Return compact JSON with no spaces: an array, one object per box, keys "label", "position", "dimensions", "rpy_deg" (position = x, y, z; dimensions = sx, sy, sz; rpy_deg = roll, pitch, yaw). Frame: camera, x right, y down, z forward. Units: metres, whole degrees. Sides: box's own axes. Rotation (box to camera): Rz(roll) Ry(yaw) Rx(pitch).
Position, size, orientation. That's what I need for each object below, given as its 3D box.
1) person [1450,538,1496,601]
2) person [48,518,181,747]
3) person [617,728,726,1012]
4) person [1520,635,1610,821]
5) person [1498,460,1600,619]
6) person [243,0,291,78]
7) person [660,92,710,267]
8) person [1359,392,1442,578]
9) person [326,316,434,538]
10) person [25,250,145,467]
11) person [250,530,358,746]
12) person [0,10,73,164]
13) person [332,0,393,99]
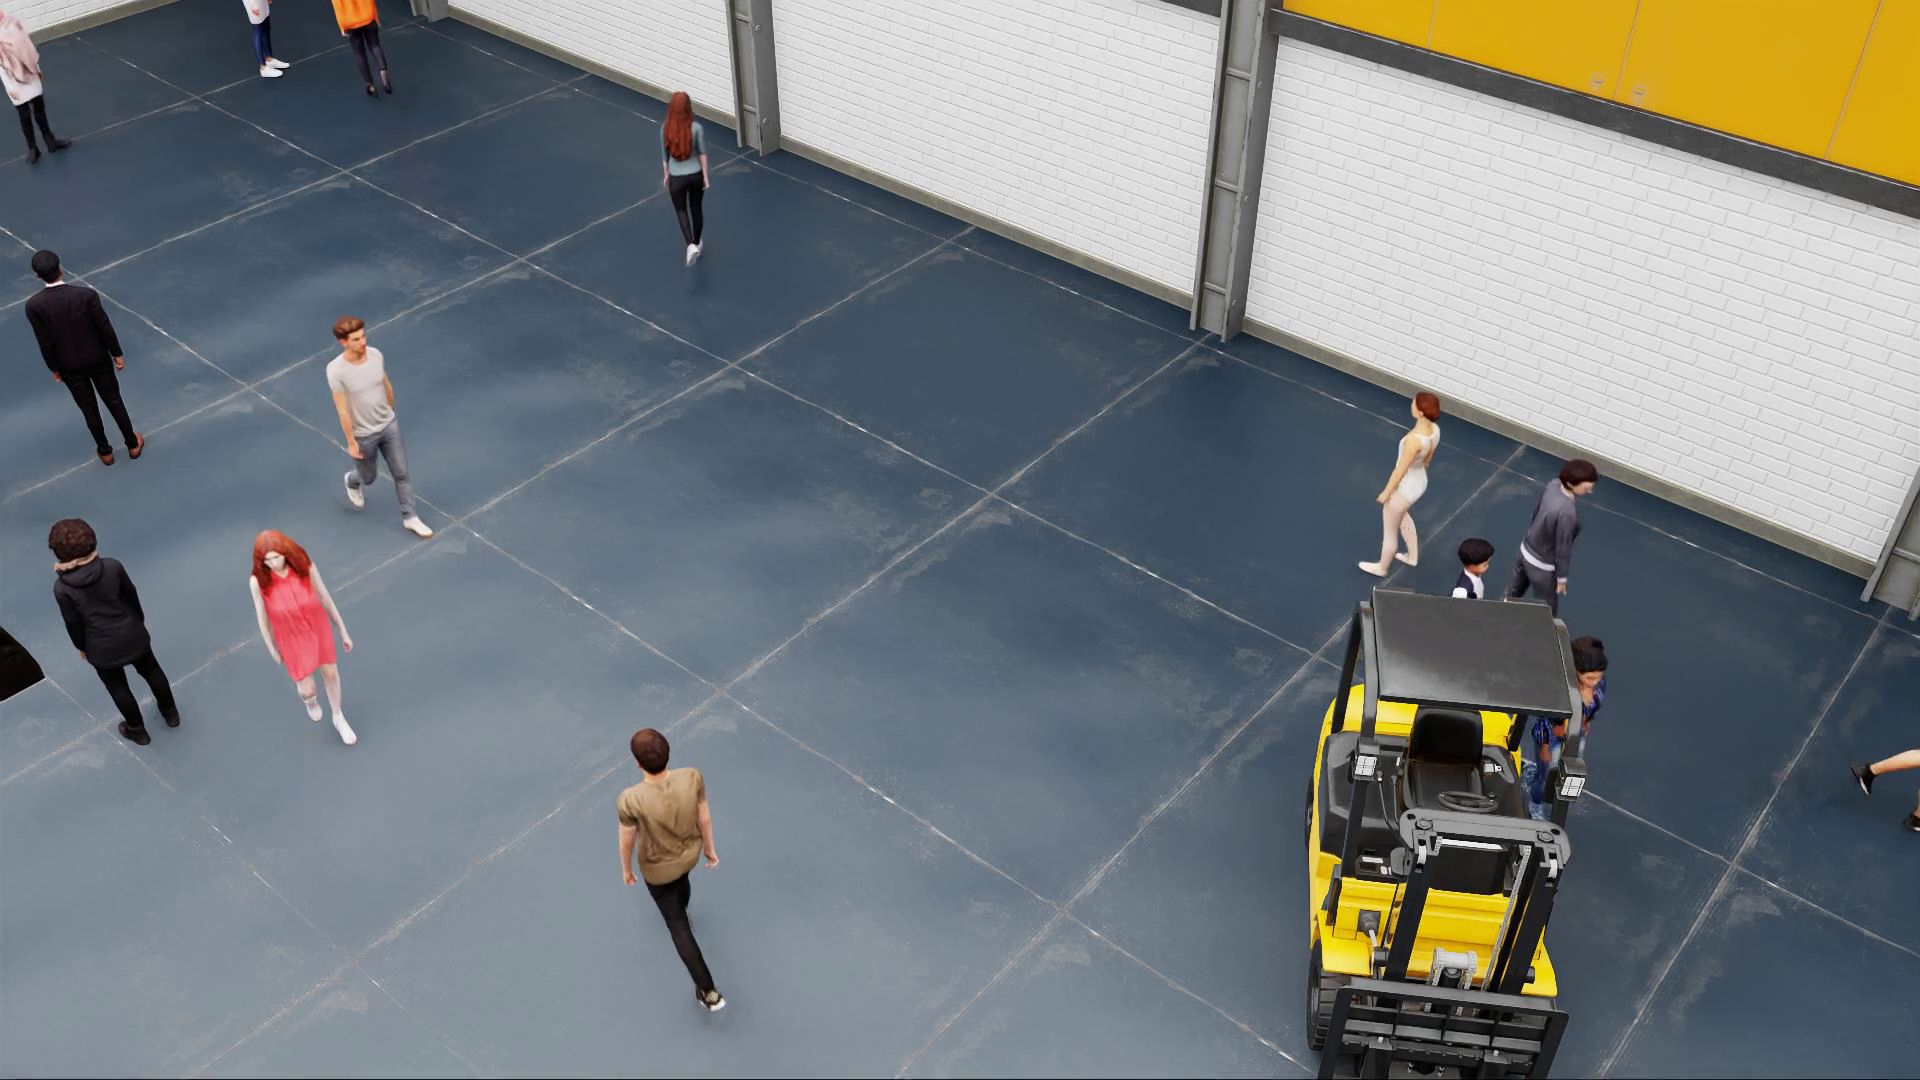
[{"label":"person","position":[3.395,0.485,11.399],"dimensions":[0.785,1.205,0.624],"rpy_deg":[16,41,19]},{"label":"person","position":[-5.498,0.603,10.790],"dimensions":[0.592,1.779,0.634],"rpy_deg":[31,48,33]},{"label":"person","position":[-1.568,1.845,9.214],"dimensions":[0.911,1.806,1.314],"rpy_deg":[-23,44,-26]},{"label":"person","position":[3.640,1.152,10.239],"dimensions":[0.797,1.610,0.874],"rpy_deg":[-15,41,-17]},{"label":"person","position":[3.967,0.142,11.397],"dimensions":[0.845,1.741,0.776],"rpy_deg":[-12,40,-15]},{"label":"person","position":[-8.257,-6.329,19.479],"dimensions":[0.731,1.769,0.697],"rpy_deg":[2,39,2]},{"label":"person","position":[-2.608,-3.391,15.833],"dimensions":[0.933,1.728,1.030],"rpy_deg":[-6,39,-8]},{"label":"person","position":[3.304,-0.357,12.104],"dimensions":[0.590,1.640,0.576],"rpy_deg":[26,45,28]},{"label":"person","position":[-4.494,-0.865,12.550],"dimensions":[1.066,1.877,0.651],"rpy_deg":[27,46,30]},{"label":"person","position":[-7.011,-1.448,13.277],"dimensions":[0.770,1.881,0.697],"rpy_deg":[-19,42,-22]},{"label":"person","position":[-4.270,0.596,10.770],"dimensions":[0.707,1.815,0.781],"rpy_deg":[-26,45,-29]},{"label":"person","position":[-9.989,-4.947,17.737],"dimensions":[0.711,1.784,0.822],"rpy_deg":[6,39,7]},{"label":"person","position":[-6.776,-5.828,18.877],"dimensions":[0.737,1.737,0.855],"rpy_deg":[-23,44,-26]}]
